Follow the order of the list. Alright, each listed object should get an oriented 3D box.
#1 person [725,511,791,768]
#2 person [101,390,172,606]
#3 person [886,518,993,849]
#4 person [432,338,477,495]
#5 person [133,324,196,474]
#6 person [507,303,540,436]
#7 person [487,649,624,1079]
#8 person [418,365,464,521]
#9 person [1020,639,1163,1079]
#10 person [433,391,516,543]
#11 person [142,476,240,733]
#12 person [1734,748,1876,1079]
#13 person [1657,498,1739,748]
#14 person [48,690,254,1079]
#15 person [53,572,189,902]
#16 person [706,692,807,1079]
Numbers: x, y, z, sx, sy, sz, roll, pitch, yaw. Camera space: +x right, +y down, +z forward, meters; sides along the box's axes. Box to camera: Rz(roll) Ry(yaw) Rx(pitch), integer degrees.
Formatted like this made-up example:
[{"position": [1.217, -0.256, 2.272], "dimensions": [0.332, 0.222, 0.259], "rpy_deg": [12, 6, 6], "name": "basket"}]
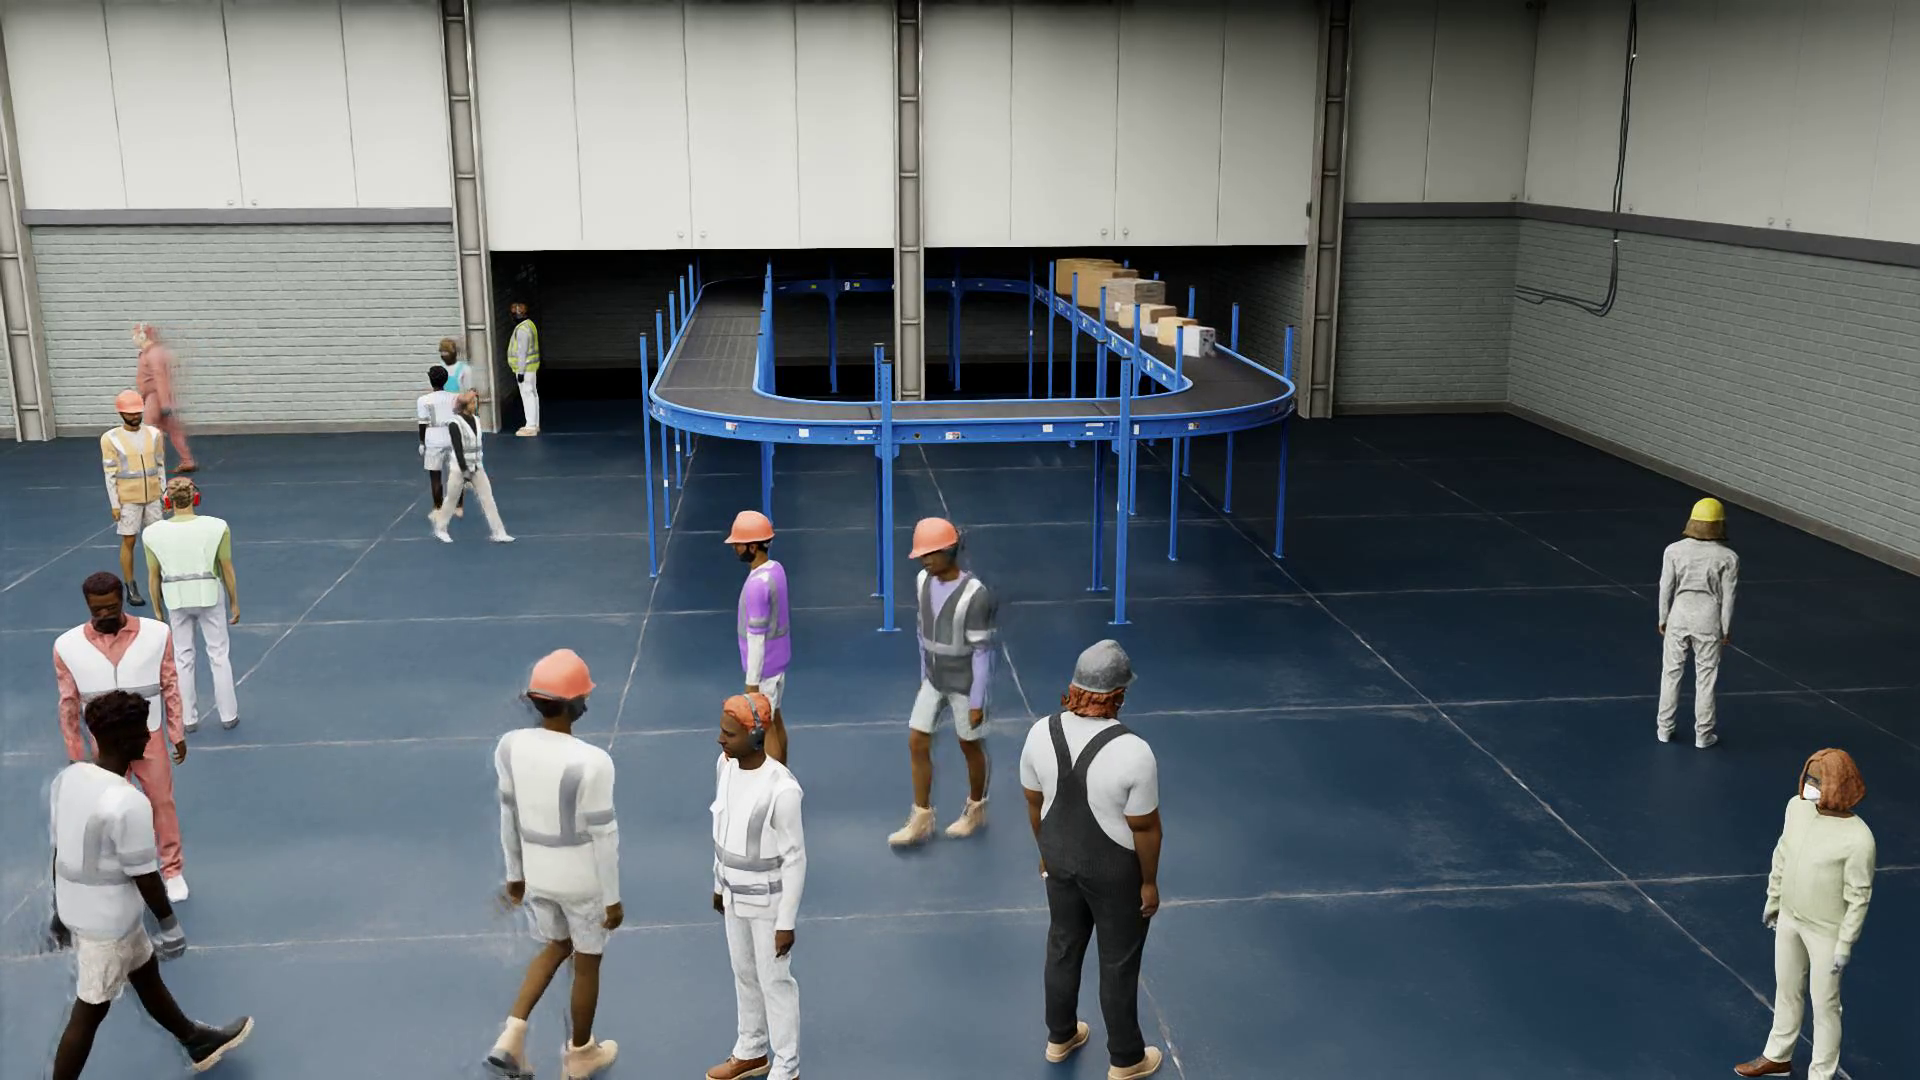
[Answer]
[{"position": [-1.248, 0.763, 10.337], "dimensions": [0.380, 1.931, 0.541], "rpy_deg": [1, 14, 6], "name": "person"}, {"position": [-7.351, -0.390, 14.921], "dimensions": [0.377, 1.938, 0.547], "rpy_deg": [10, 17, 36], "name": "person"}, {"position": [-0.121, 0.867, 9.769], "dimensions": [0.635, 1.994, 0.839], "rpy_deg": [13, 19, 42], "name": "person"}, {"position": [-5.943, -1.430, 19.314], "dimensions": [0.535, 1.816, 0.745], "rpy_deg": [7, 16, 26], "name": "person"}, {"position": [-9.894, -1.693, 20.305], "dimensions": [0.946, 1.857, 0.654], "rpy_deg": [-6, 15, -23], "name": "person"}, {"position": [-6.035, -2.365, 23.043], "dimensions": [0.429, 1.836, 0.622], "rpy_deg": [-1, 14, -5], "name": "person"}, {"position": [-1.763, 1.477, 7.271], "dimensions": [0.613, 2.025, 0.572], "rpy_deg": [8, 16, 29], "name": "person"}, {"position": [-5.624, -1.052, 18.084], "dimensions": [0.535, 1.690, 0.320], "rpy_deg": [-13, 19, -42], "name": "person"}, {"position": [0.642, 1.419, 7.476], "dimensions": [0.675, 2.000, 0.536], "rpy_deg": [11, 18, 37], "name": "person"}, {"position": [-5.064, -0.738, 17.024], "dimensions": [0.869, 1.595, 0.522], "rpy_deg": [5, 15, 20], "name": "person"}, {"position": [-5.384, 0.469, 11.700], "dimensions": [0.561, 1.836, 0.396], "rpy_deg": [-5, 15, -18], "name": "person"}, {"position": [3.710, 1.682, 7.253], "dimensions": [0.283, 1.633, 0.500], "rpy_deg": [-4, 15, -15], "name": "person"}, {"position": [5.081, 0.566, 11.499], "dimensions": [0.488, 1.741, 0.316], "rpy_deg": [9, 17, 32], "name": "person"}, {"position": [-3.580, 1.569, 7.140], "dimensions": [0.614, 1.902, 1.017], "rpy_deg": [12, 18, 40], "name": "person"}, {"position": [-4.574, 1.081, 9.111], "dimensions": [0.600, 1.907, 0.411], "rpy_deg": [-7, 16, -25], "name": "person"}, {"position": [-0.895, 1.560, 7.229], "dimensions": [0.345, 1.882, 0.584], "rpy_deg": [-11, 18, -38], "name": "person"}]
